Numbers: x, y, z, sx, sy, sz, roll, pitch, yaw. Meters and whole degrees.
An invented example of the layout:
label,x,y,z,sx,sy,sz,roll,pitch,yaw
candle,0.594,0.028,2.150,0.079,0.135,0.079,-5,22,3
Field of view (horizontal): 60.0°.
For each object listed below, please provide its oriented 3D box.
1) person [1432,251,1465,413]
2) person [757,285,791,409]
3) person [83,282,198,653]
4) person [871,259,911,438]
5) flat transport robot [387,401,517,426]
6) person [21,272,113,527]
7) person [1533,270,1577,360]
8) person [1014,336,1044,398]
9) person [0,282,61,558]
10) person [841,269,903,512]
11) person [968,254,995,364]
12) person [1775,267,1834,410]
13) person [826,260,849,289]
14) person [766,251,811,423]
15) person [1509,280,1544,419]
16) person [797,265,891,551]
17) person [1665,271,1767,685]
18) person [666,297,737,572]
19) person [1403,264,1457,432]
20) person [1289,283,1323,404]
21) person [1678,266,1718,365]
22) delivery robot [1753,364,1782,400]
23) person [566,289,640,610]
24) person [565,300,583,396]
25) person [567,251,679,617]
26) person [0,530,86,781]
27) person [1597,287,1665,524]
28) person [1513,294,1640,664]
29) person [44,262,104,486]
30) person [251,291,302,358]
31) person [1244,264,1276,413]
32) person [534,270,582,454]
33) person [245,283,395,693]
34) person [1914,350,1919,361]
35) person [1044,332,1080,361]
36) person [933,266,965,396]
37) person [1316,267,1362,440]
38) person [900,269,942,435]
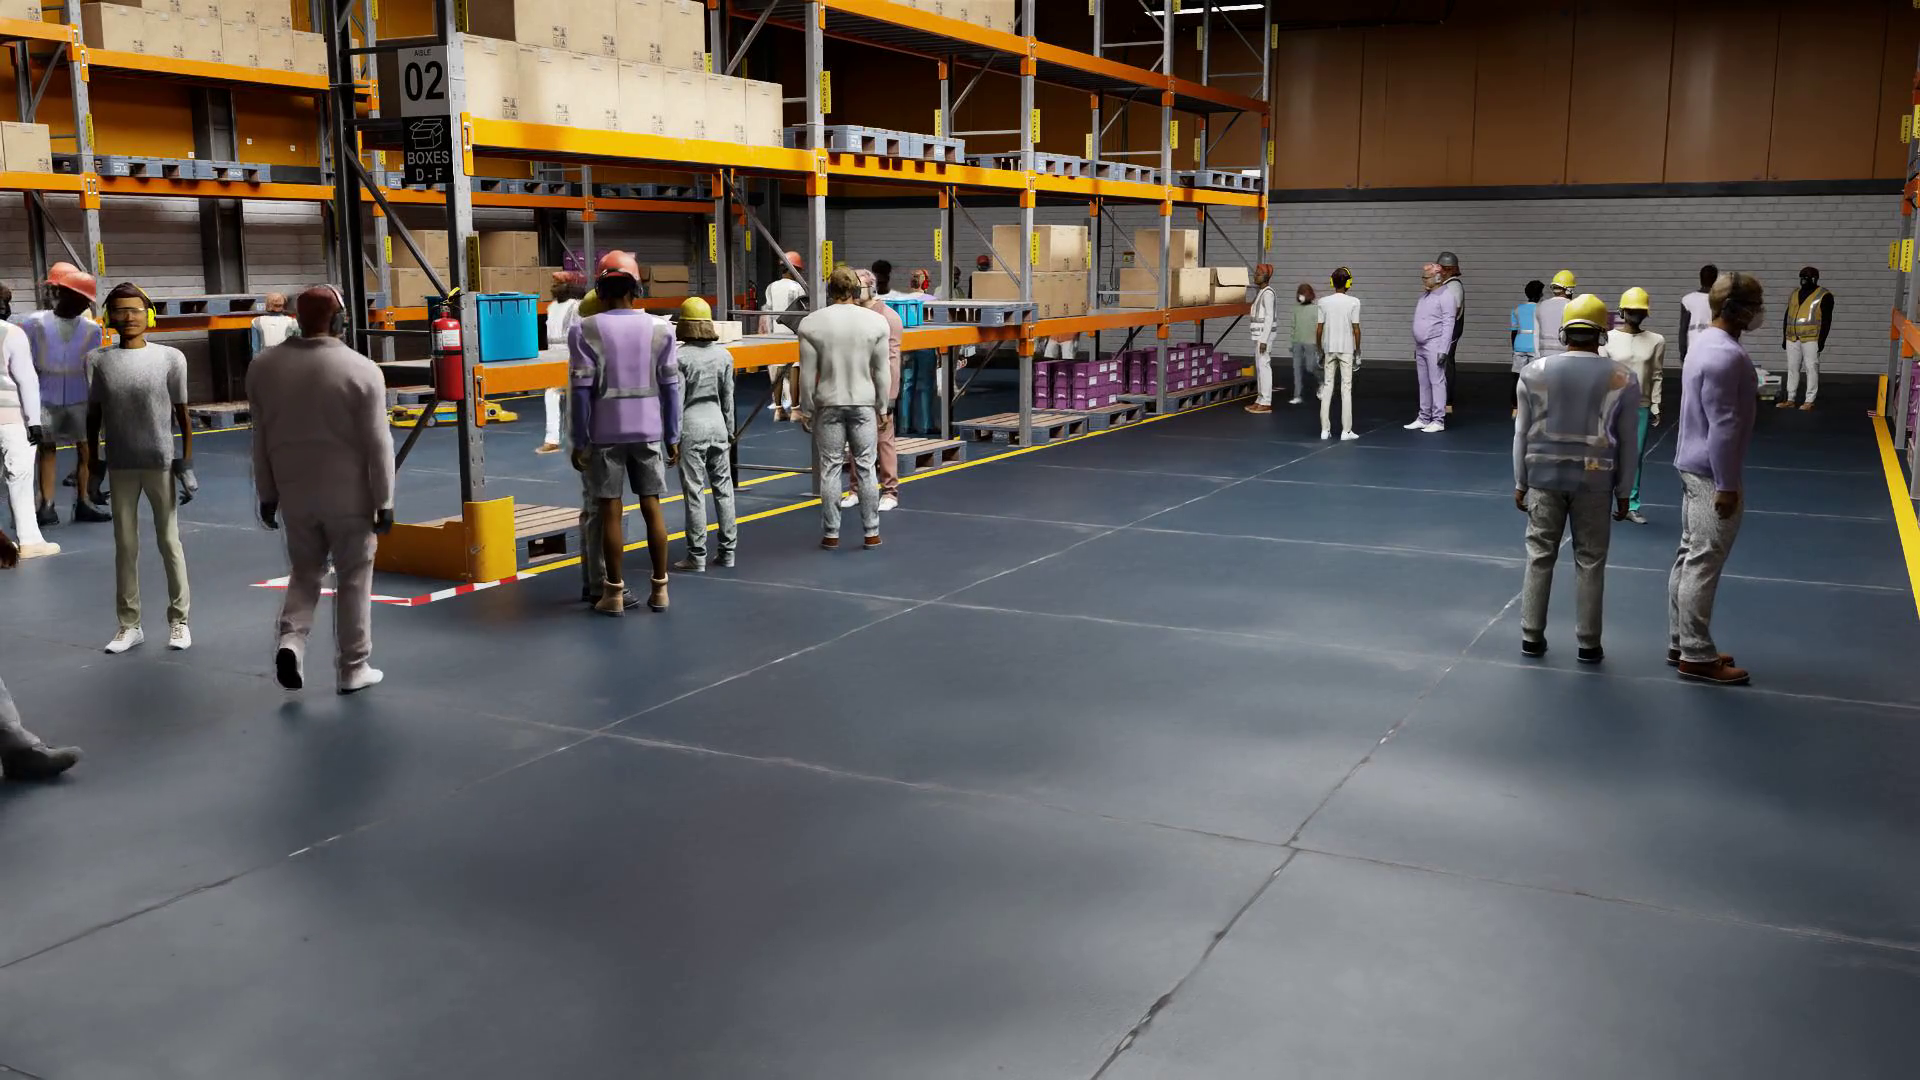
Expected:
label,x,y,z,sx,sy,sz,roll,pitch,yaw
person,6.123,-2.639,21.156,0.535,2.000,0.674,3,10,14
person,-2.384,-2.504,21.569,0.529,1.629,0.354,7,12,35
person,-4.165,-0.362,8.451,0.532,1.876,0.321,-2,10,-12
person,-0.853,-2.056,18.024,0.624,1.946,0.491,6,11,30
flat transport robot,-6.057,-1.503,19.692,1.431,0.197,0.652,-7,12,-34
person,-6.673,-1.020,12.261,0.705,1.890,0.370,-8,13,-39
person,6.485,-1.987,17.977,0.404,1.833,0.588,-7,12,-37
person,0.989,-2.950,23.375,0.685,1.899,0.596,-10,14,-44
person,-6.356,-0.793,11.044,0.626,1.844,0.429,2,10,13
person,-0.753,-1.175,13.103,0.636,1.899,0.396,7,12,35
person,0.417,-4.231,30.503,0.622,1.992,0.394,-5,11,-25
person,10.914,-2.600,21.507,0.429,1.844,0.625,-5,11,-29
person,-2.063,-3.778,28.178,0.596,1.897,0.609,1,10,6
person,-2.028,-2.425,19.911,0.615,2.040,0.391,7,12,36
person,6.919,-2.294,20.165,0.321,1.692,0.529,-9,13,-41
person,-0.783,-0.888,11.312,0.629,1.940,0.379,-1,10,-4
person,3.584,-0.295,7.894,0.361,1.937,0.640,3,10,15
person,-1.665,-0.671,10.623,0.492,1.742,0.321,-9,13,-42
person,5.330,-2.172,18.855,0.408,1.903,0.638,-2,10,-14
person,4.675,-2.643,22.395,0.512,1.612,0.548,9,14,43
person,8.723,-2.258,19.456,0.607,1.867,0.999,4,11,22
delivery robot,10.531,-2.090,22.003,0.477,0.478,0.707,-1,10,-8
person,-2.030,-0.520,9.490,0.403,1.830,0.601,-4,10,-19
person,-3.345,-1.407,15.221,0.528,1.620,0.463,2,10,13
person,-1.883,-0.589,9.310,0.615,2.030,0.398,-5,11,-25
person,-3.949,-0.004,6.323,1.000,1.898,0.612,-1,10,-8
person,4.976,-0.995,12.423,0.525,1.771,0.305,1,10,3
person,3.043,-0.299,8.252,0.586,1.824,0.404,5,11,25
person,-7.712,-1.437,14.490,0.359,1.939,0.543,-3,10,-19
person,-7.026,-1.744,17.169,0.512,1.629,0.315,-2,10,-11
person,3.829,-2.551,21.093,0.347,1.884,0.584,0,10,3
person,-3.945,-1.818,16.968,0.584,1.858,0.865,9,13,41
person,-2.885,-0.212,7.544,0.664,1.887,0.500,1,10,5
person,13.983,-2.927,23.988,0.500,1.636,0.280,7,12,34
person,1.396,-2.717,22.607,0.571,1.690,0.357,6,11,29
person,-0.121,-2.949,23.530,0.429,1.840,0.629,6,12,32
person,4.115,-2.016,18.040,0.508,1.872,0.329,6,11,30
person,-0.458,-2.092,18.546,0.570,1.844,0.379,5,11,26
